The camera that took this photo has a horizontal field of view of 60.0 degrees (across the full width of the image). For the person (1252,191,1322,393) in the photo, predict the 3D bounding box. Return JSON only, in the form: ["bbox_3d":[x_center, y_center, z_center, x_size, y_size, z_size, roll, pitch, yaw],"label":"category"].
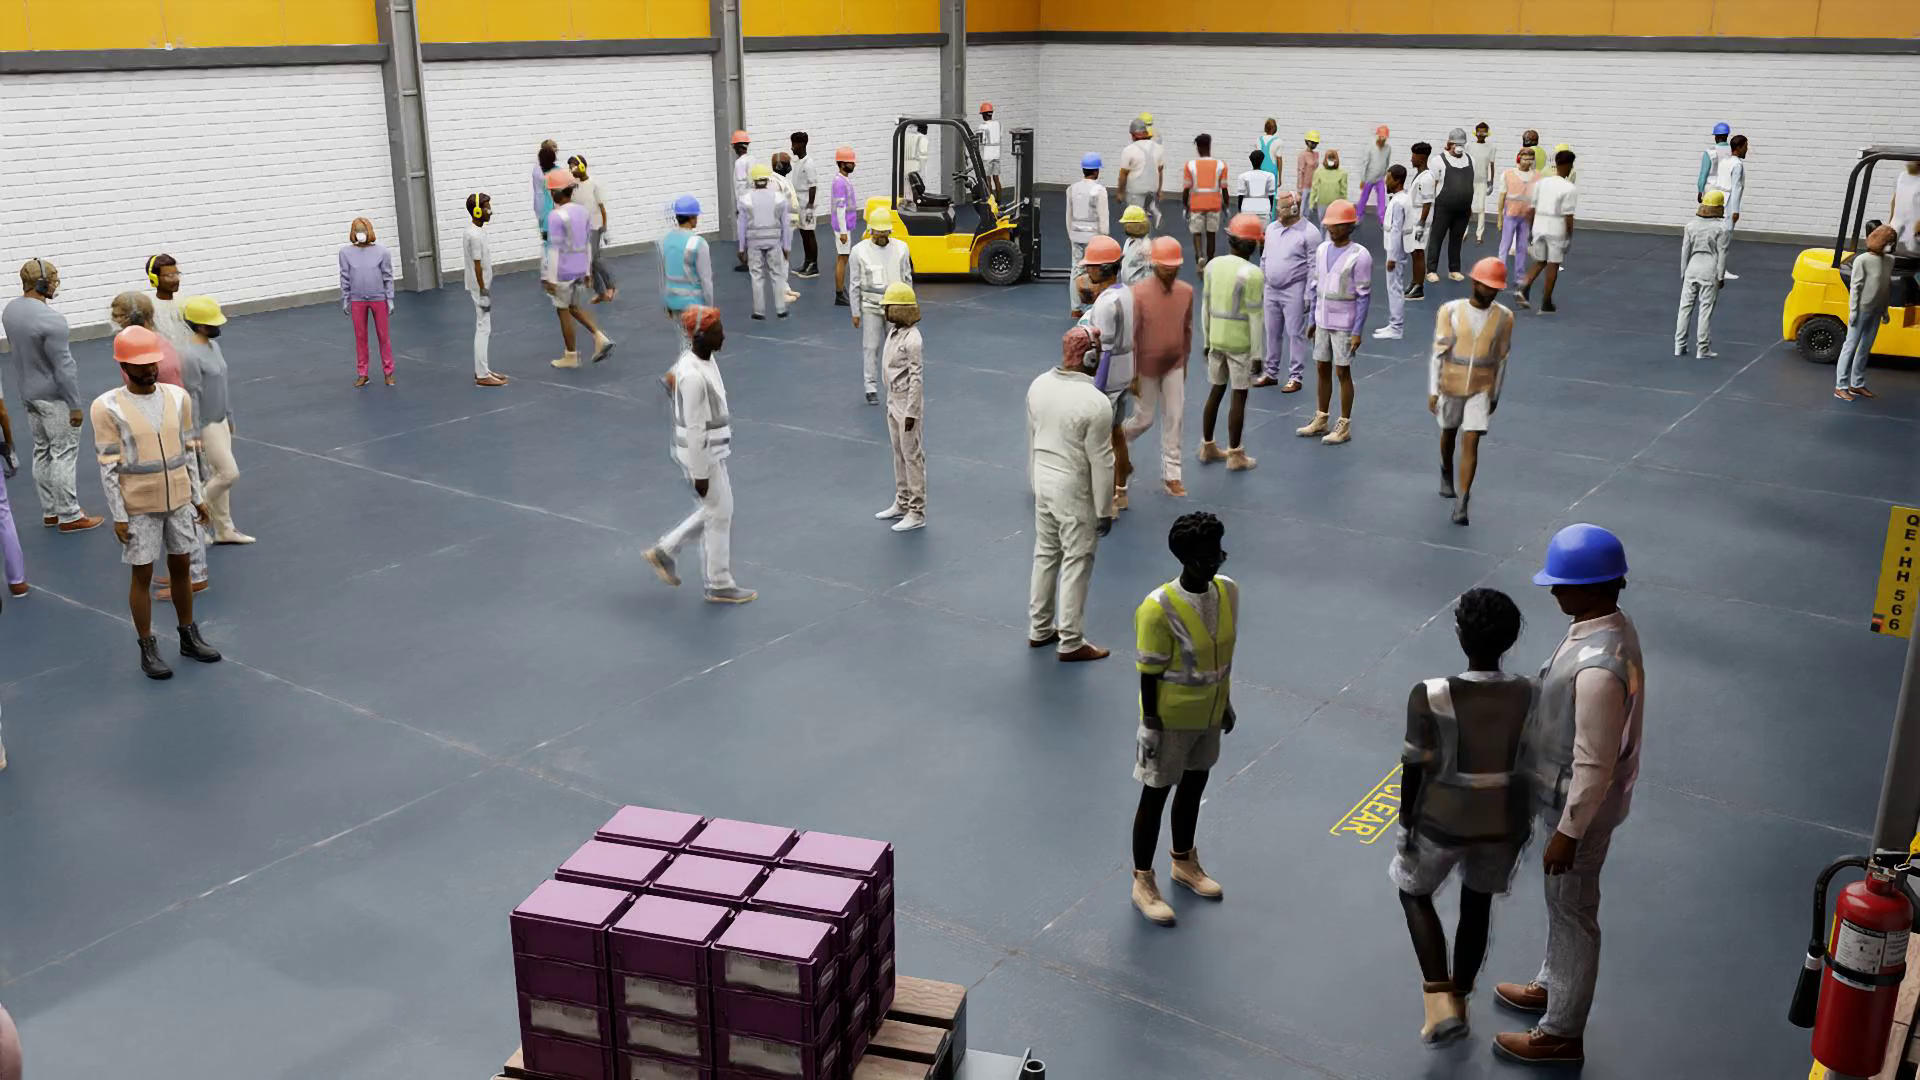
[{"bbox_3d":[3.100,-2.365,15.876,0.407,1.903,0.655,-15,23,-39],"label":"person"}]

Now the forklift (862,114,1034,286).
[{"bbox_3d":[-0.171,-4.594,22.377,2.313,2.155,1.214,1,18,3],"label":"forklift"}]

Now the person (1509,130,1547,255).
[{"bbox_3d":[8.436,-5.170,24.774,0.640,1.830,0.429,-15,23,-40],"label":"person"}]

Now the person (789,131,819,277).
[{"bbox_3d":[-2.129,-4.583,22.712,0.366,1.962,0.614,-6,19,-19],"label":"person"}]

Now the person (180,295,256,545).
[{"bbox_3d":[-5.019,-0.786,11.177,0.386,1.742,0.544,-1,18,-4],"label":"person"}]

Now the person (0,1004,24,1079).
[{"bbox_3d":[-2.243,1.543,3.623,0.650,1.931,0.378,3,18,10],"label":"person"}]

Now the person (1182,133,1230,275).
[{"bbox_3d":[3.345,-4.529,22.580,0.653,1.943,0.586,1,18,4],"label":"person"}]

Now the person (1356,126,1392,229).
[{"bbox_3d":[6.911,-6.050,27.760,0.585,1.694,0.760,-6,19,-18],"label":"person"}]

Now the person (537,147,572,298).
[{"bbox_3d":[-5.096,-4.036,21.152,0.377,1.883,0.639,4,18,11],"label":"person"}]

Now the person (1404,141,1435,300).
[{"bbox_3d":[5.754,-4.007,20.909,0.361,1.964,0.613,2,18,6],"label":"person"}]

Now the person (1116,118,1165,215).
[{"bbox_3d":[2.578,-5.181,24.463,0.707,2.000,0.754,-10,20,-29],"label":"person"}]

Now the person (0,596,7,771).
[{"bbox_3d":[-4.839,0.219,7.827,0.574,1.884,0.361,-5,18,-14],"label":"person"}]

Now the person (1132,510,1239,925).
[{"bbox_3d":[0.904,0.694,6.642,0.537,1.695,0.320,-14,23,-38],"label":"person"}]

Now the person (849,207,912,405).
[{"bbox_3d":[-0.721,-2.156,15.364,0.601,1.819,0.403,-7,19,-20],"label":"person"}]

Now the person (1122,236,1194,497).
[{"bbox_3d":[1.464,-1.342,12.589,0.620,1.967,0.771,-7,19,-21],"label":"person"}]

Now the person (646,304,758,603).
[{"bbox_3d":[-1.600,-0.512,10.141,0.601,1.866,0.593,0,18,-1],"label":"person"}]

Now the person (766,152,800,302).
[{"bbox_3d":[-2.213,-3.925,20.855,0.429,1.845,0.625,2,18,5],"label":"person"}]

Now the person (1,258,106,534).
[{"bbox_3d":[-6.295,-0.986,11.534,0.632,1.928,0.392,11,21,30],"label":"person"}]

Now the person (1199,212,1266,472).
[{"bbox_3d":[2.178,-1.565,13.161,0.397,2.039,0.619,-12,21,-32],"label":"person"}]

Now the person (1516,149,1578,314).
[{"bbox_3d":[7.036,-3.675,19.881,0.518,1.956,0.654,-12,21,-33],"label":"person"}]

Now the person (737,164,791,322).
[{"bbox_3d":[-2.283,-3.465,19.482,0.667,1.820,0.404,-6,19,-19],"label":"person"}]

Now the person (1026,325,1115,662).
[{"bbox_3d":[0.645,-0.260,9.312,0.399,1.898,0.641,-13,22,-35],"label":"person"}]

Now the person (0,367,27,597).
[{"bbox_3d":[-6.075,-0.526,10.199,0.511,1.862,0.327,-11,21,-30],"label":"person"}]

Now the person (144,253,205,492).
[{"bbox_3d":[-5.686,-1.143,12.108,0.328,1.872,0.513,5,18,15],"label":"person"}]

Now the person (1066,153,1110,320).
[{"bbox_3d":[1.502,-3.522,19.421,0.393,1.949,0.602,-17,24,-42],"label":"person"}]

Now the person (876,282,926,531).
[{"bbox_3d":[-0.413,-0.938,11.671,0.294,1.744,0.484,-7,19,-20],"label":"person"}]

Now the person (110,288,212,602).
[{"bbox_3d":[-4.926,-0.588,10.263,0.353,1.937,0.635,-12,21,-33],"label":"person"}]

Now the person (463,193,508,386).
[{"bbox_3d":[-4.631,-2.423,16.134,0.324,1.862,0.511,-5,19,-16],"label":"person"}]

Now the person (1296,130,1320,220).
[{"bbox_3d":[5.385,-5.442,25.725,0.328,1.765,0.527,16,24,40],"label":"person"}]

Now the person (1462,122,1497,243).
[{"bbox_3d":[8.093,-5.590,26.042,0.510,1.862,0.327,7,19,21],"label":"person"}]

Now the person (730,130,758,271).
[{"bbox_3d":[-3.009,-4.726,23.212,0.378,1.933,0.553,5,18,14],"label":"person"}]

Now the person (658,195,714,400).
[{"bbox_3d":[-2.541,-2.203,15.336,0.614,1.926,0.698,13,22,36],"label":"person"}]

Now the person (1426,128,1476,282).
[{"bbox_3d":[6.605,-4.481,22.272,0.689,2.000,0.538,-4,18,-13],"label":"person"}]

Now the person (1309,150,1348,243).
[{"bbox_3d":[5.374,-4.891,24.281,0.515,1.591,0.846,6,19,19],"label":"person"}]

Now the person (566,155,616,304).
[{"bbox_3d":[-4.578,-3.838,20.602,0.550,1.837,0.380,12,21,32],"label":"person"}]

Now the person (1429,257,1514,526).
[{"bbox_3d":[3.681,-1.127,12.050,0.551,1.887,1.017,4,18,13],"label":"person"}]

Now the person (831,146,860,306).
[{"bbox_3d":[-1.404,-3.874,20.540,0.364,1.935,0.553,0,18,1],"label":"person"}]

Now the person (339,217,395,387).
[{"bbox_3d":[-5.733,-2.307,16.126,0.499,1.636,0.286,-3,18,-10],"label":"person"}]

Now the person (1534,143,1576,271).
[{"bbox_3d":[8.313,-4.640,23.215,0.522,1.768,0.312,-2,18,-6],"label":"person"}]

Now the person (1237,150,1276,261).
[{"bbox_3d":[4.072,-4.517,22.950,0.535,1.691,0.322,0,18,0],"label":"person"}]

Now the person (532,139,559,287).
[{"bbox_3d":[-5.407,-4.304,21.913,0.395,1.929,0.635,2,18,5],"label":"person"}]

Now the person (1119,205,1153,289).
[{"bbox_3d":[1.693,-2.369,16.149,0.319,1.740,0.492,-7,19,-20],"label":"person"}]

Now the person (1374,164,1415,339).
[{"bbox_3d":[4.853,-3.196,18.467,0.384,1.911,0.592,6,19,17],"label":"person"}]

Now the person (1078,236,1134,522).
[{"bbox_3d":[1.024,-1.140,11.840,0.404,2.035,0.611,6,19,19],"label":"person"}]

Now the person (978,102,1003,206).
[{"bbox_3d":[0.522,-6.981,30.299,0.545,1.919,0.422,-15,23,-39],"label":"person"}]

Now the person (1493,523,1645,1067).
[{"bbox_3d":[2.089,0.875,5.685,0.401,1.939,0.604,6,19,19],"label":"person"}]

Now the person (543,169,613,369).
[{"bbox_3d":[-3.905,-2.705,16.742,0.554,2.024,0.618,6,19,19],"label":"person"}]

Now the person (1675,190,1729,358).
[{"bbox_3d":[7.805,-2.788,17.457,0.297,1.745,0.484,-14,22,-36],"label":"person"}]

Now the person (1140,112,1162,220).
[{"bbox_3d":[3.202,-6.467,28.814,0.589,1.837,0.404,-11,21,-30],"label":"person"}]

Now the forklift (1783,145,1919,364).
[{"bbox_3d":[9.803,-2.879,17.013,2.313,2.155,1.214,12,21,33],"label":"forklift"}]

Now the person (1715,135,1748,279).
[{"bbox_3d":[10.438,-4.527,22.616,0.392,1.920,0.589,1,18,2],"label":"person"}]

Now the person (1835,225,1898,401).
[{"bbox_3d":[8.510,-2.130,15.578,0.498,1.633,0.284,-8,19,-23],"label":"person"}]

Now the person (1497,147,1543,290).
[{"bbox_3d":[7.268,-4.182,21.663,0.565,1.840,0.390,-2,18,-6],"label":"person"}]

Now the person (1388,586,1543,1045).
[{"bbox_3d":[1.771,0.983,5.754,0.543,1.680,0.471,-1,18,-4],"label":"person"}]

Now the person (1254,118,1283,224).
[{"bbox_3d":[5.025,-5.947,27.194,0.505,1.840,0.342,11,21,31],"label":"person"}]

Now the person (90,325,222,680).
[{"bbox_3d":[-4.378,-0.214,9.091,0.373,1.939,0.545,13,22,35],"label":"person"}]

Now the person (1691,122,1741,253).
[{"bbox_3d":[11.239,-5.208,24.716,0.604,1.939,0.416,-2,18,-7],"label":"person"}]

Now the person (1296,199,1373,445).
[{"bbox_3d":[3.132,-1.821,13.950,0.380,2.041,0.616,-10,21,-30],"label":"person"}]
